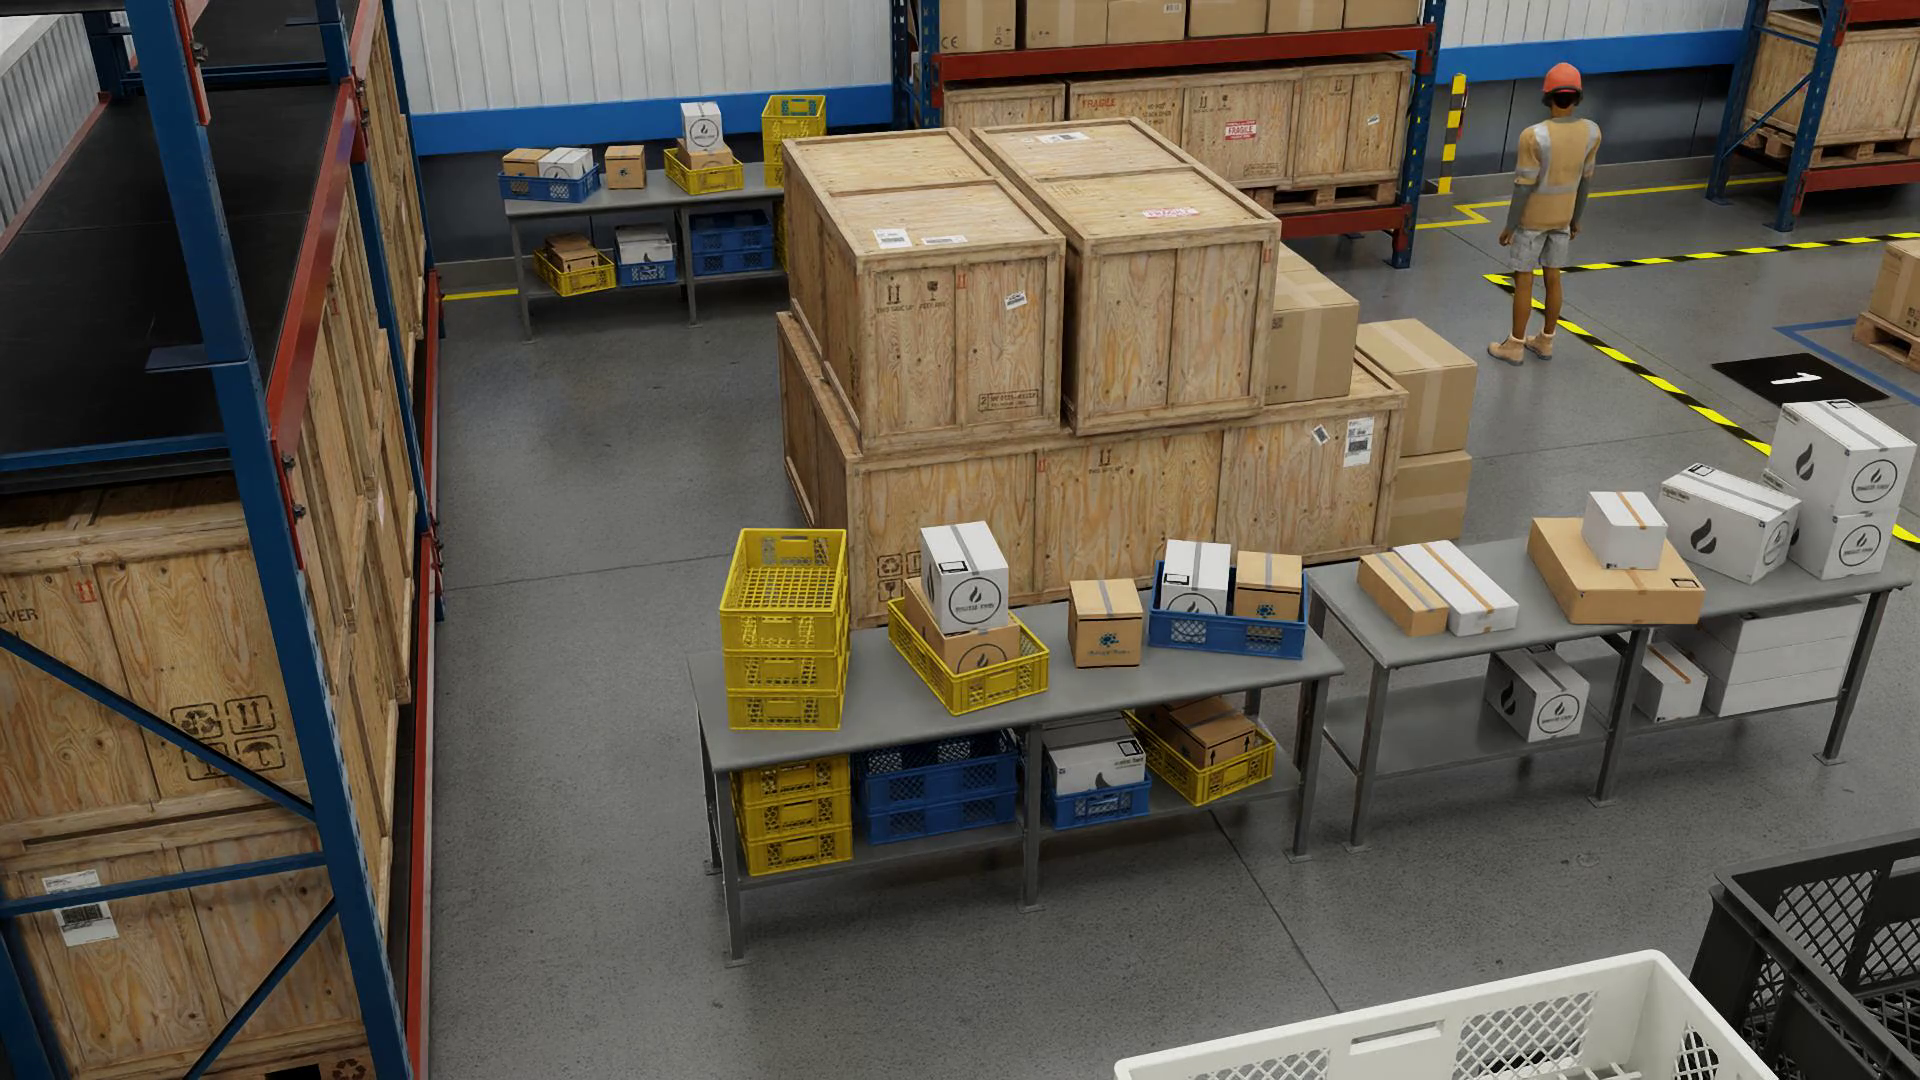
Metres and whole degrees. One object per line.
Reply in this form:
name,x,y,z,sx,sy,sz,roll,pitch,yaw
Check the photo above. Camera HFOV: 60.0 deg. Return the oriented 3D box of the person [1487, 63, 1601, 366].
person,3.932,-2.186,11.256,0.612,2.034,0.393,-10,30,-17
